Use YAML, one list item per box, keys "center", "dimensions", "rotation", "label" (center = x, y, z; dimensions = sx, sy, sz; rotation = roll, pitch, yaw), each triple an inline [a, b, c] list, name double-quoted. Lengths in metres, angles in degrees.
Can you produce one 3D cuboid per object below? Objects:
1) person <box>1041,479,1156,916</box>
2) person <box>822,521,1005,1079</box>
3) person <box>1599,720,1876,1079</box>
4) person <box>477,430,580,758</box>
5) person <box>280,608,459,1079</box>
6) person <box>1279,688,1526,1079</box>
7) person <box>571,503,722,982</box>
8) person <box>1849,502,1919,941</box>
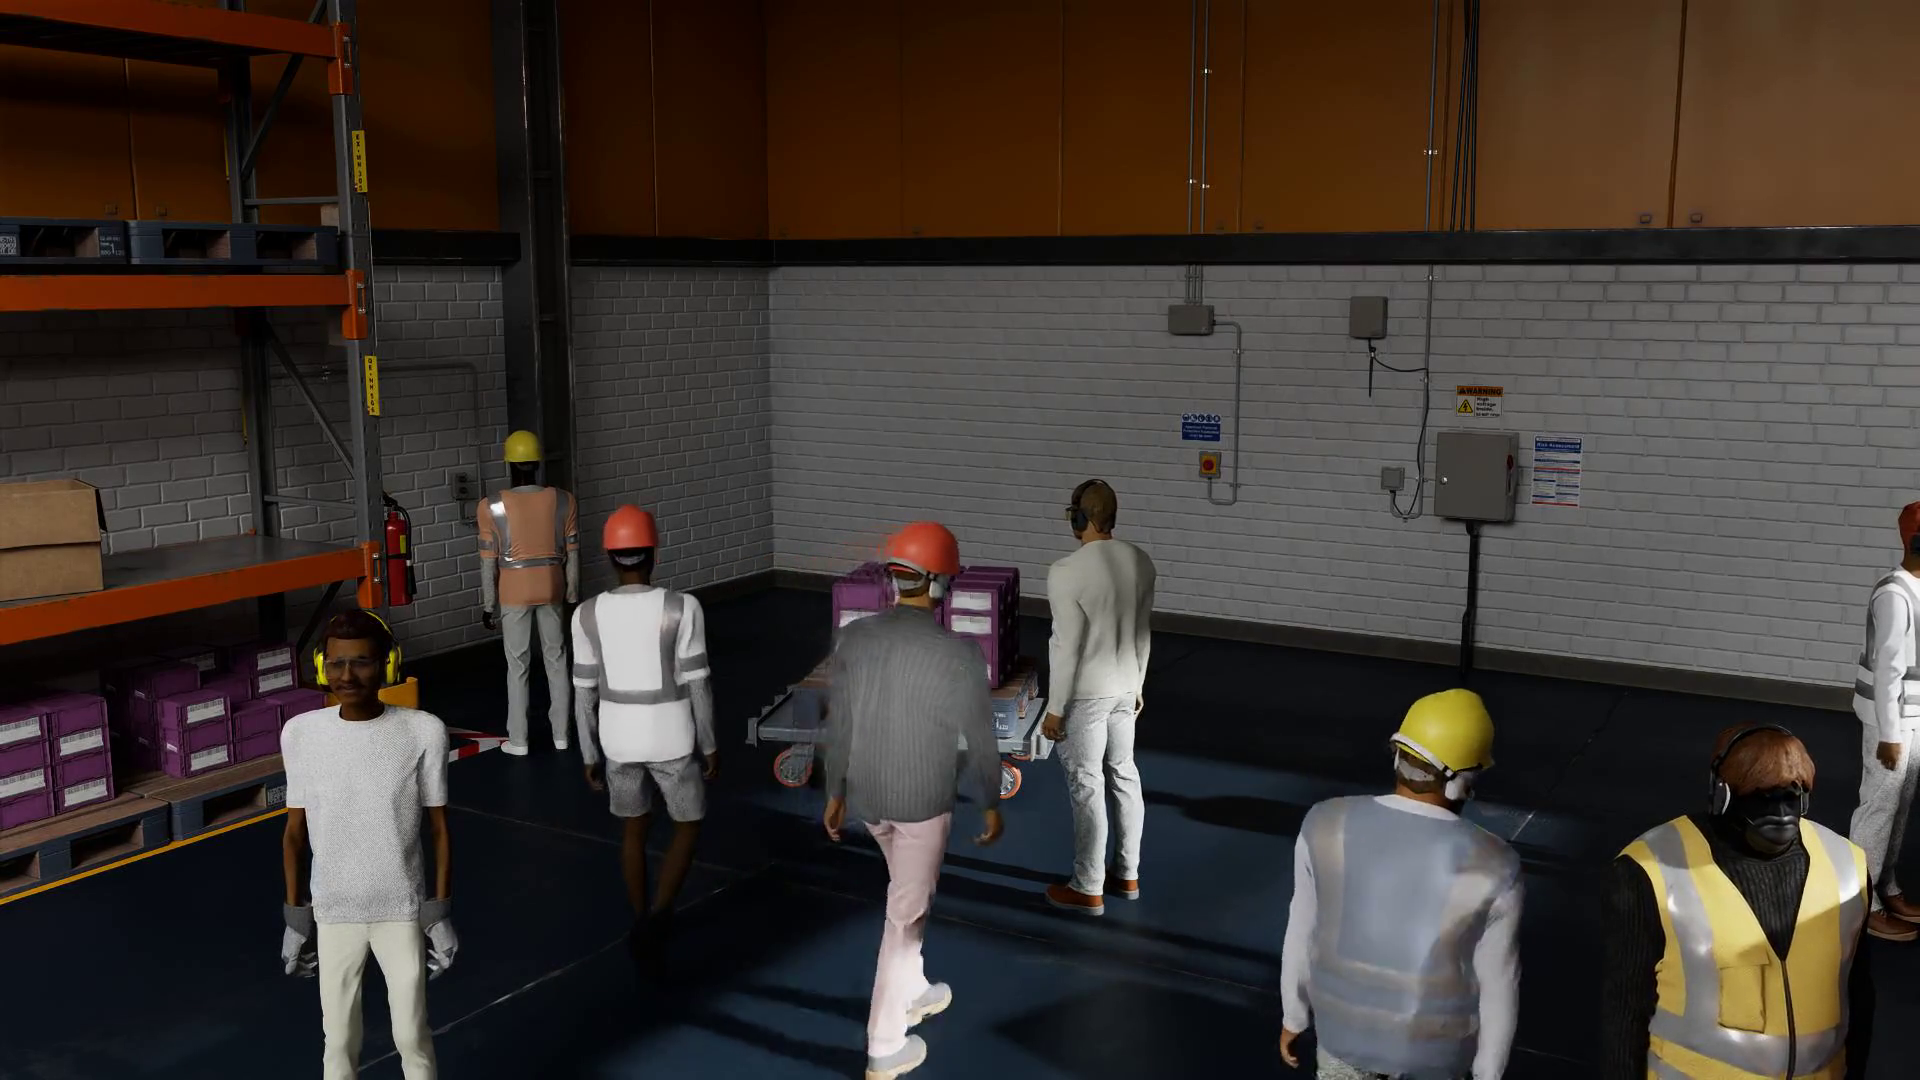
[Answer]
- center: [0.609, 0.693, 7.411]
  dimensions: [0.635, 1.937, 0.352]
  rotation: [-9, 12, -43]
  label: "person"
- center: [-0.126, 0.904, 5.998]
  dimensions: [0.620, 1.959, 0.821]
  rotation: [7, 11, 36]
  label: "person"
- center: [1.807, 1.313, 3.878]
  dimensions: [0.629, 1.837, 0.429]
  rotation: [0, 9, -3]
  label: "person"
- center: [-2.526, 0.318, 9.779]
  dimensions: [0.588, 1.930, 0.363]
  rotation: [-5, 10, -28]
  label: "person"
- center: [-1.758, 1.120, 4.948]
  dimensions: [0.513, 1.876, 0.328]
  rotation: [-1, 9, -8]
  label: "person"
- center: [1.089, 1.270, 4.218]
  dimensions: [0.612, 1.808, 0.545]
  rotation: [5, 10, 27]
  label: "person"
- center: [-1.271, 0.814, 6.705]
  dimensions: [0.584, 1.925, 0.671]
  rotation: [1, 9, 8]
  label: "person"
- center: [4.043, 0.766, 7.153]
  dimensions: [0.348, 1.879, 0.578]
  rotation: [8, 12, 42]
  label: "person"
